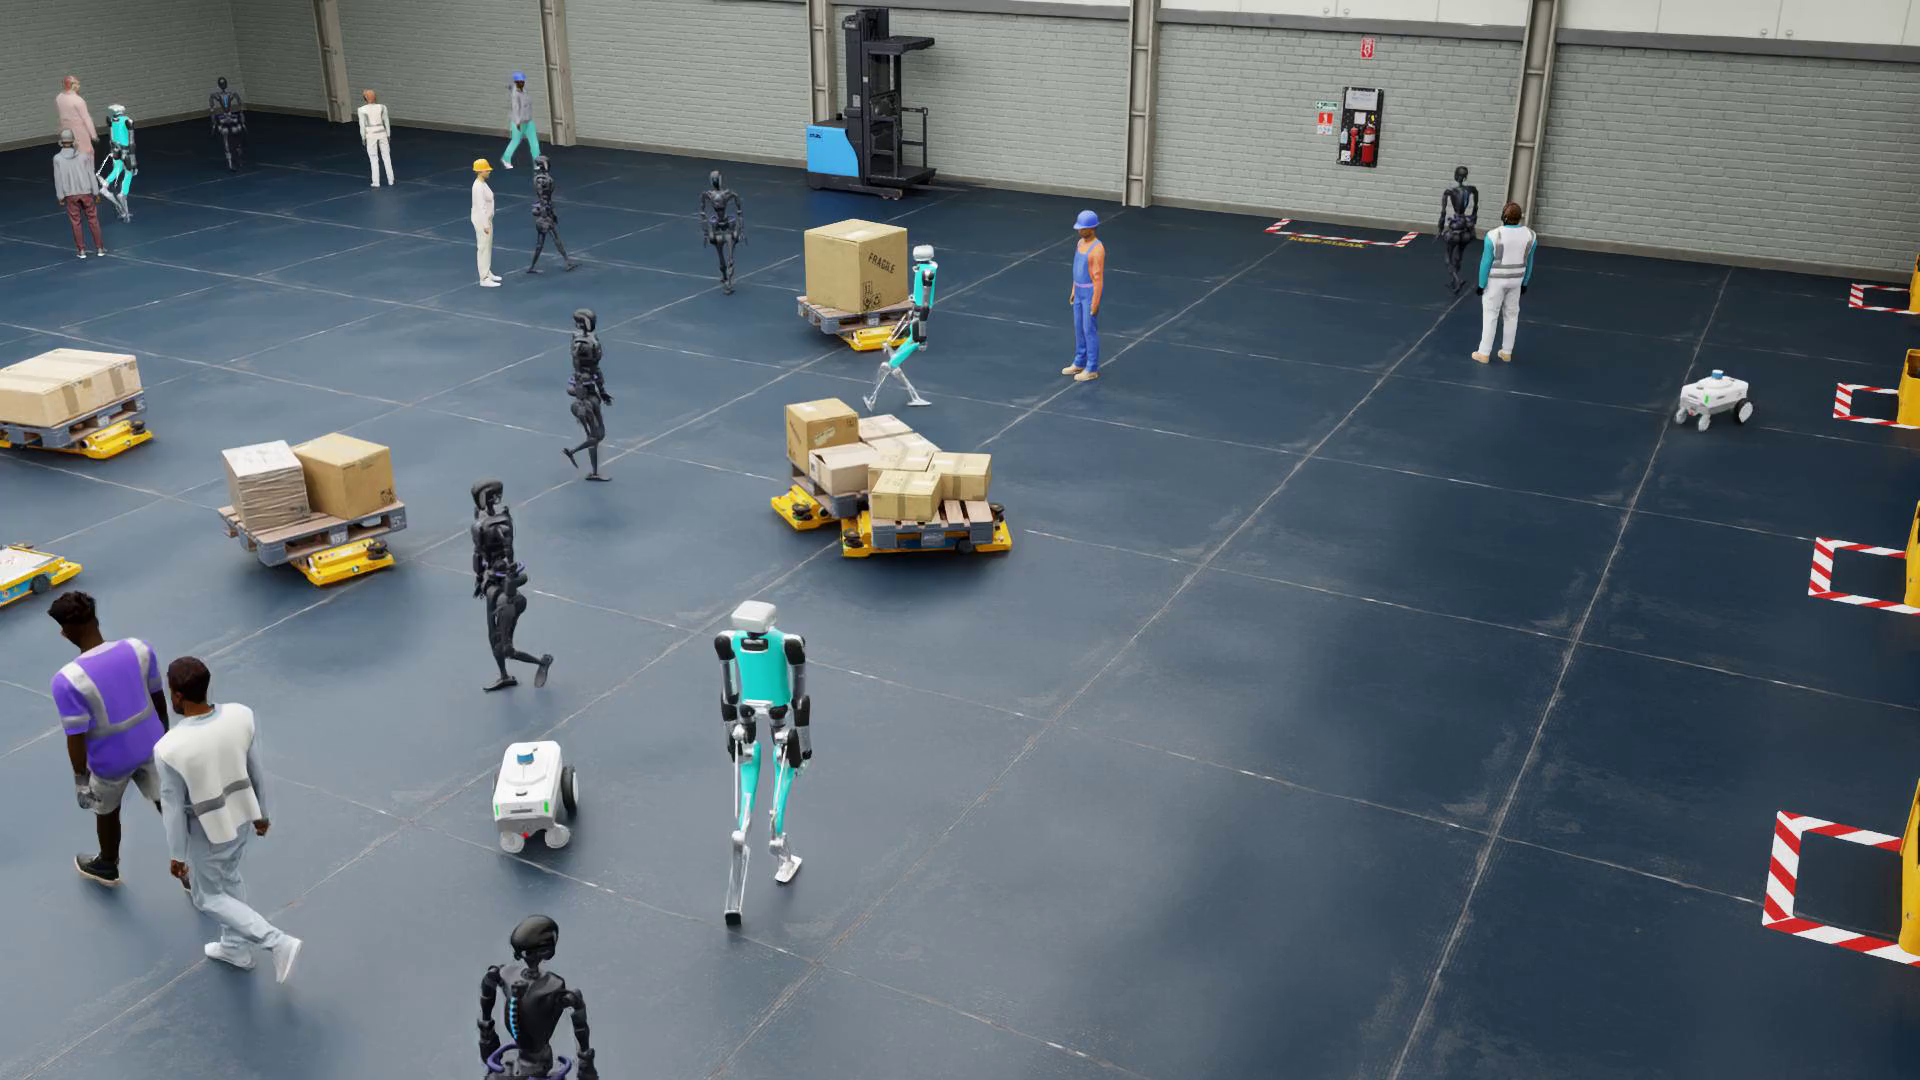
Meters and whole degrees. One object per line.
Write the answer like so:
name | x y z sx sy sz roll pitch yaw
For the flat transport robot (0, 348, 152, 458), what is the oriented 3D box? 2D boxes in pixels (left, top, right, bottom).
flat transport robot | -8.925 -1.062 16.635 1.431 0.231 0.659 7 24 15

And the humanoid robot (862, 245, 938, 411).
humanoid robot | -0.686 -2.180 17.434 0.905 1.809 0.559 -2 23 -6

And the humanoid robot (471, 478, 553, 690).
humanoid robot | -3.188 0.304 11.666 0.447 1.640 0.587 -20 30 -38

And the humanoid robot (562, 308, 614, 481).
humanoid robot | -3.553 -1.362 15.549 0.510 1.639 0.600 3 23 8

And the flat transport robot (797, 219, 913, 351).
flat transport robot | -1.230 -2.595 20.204 0.659 0.231 1.431 -11 25 -23

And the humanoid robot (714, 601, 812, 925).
humanoid robot | -1.165 1.321 9.301 0.564 1.829 0.874 5 24 10

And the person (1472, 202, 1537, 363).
person | 6.202 -2.937 19.010 0.632 1.842 0.429 -4 24 -9

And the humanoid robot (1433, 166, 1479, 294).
humanoid robot | 6.611 -4.079 21.889 0.601 1.633 0.642 -6 24 -15

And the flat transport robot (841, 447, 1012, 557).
flat transport robot | -0.301 -0.089 14.369 1.431 0.231 0.659 -2 23 -5

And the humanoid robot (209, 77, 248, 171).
humanoid robot | -13.108 -7.447 29.809 0.588 1.649 0.758 -10 25 -22

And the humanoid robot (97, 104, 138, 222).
humanoid robot | -13.139 -5.761 25.862 0.546 1.904 0.725 11 26 24

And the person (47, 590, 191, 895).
person | -4.753 1.163 9.376 0.994 1.900 0.722 13 26 27

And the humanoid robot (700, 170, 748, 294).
humanoid robot | -3.097 -4.086 21.951 0.606 1.615 0.720 0 23 0

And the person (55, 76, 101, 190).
person | -14.815 -6.896 28.170 0.667 1.883 0.670 14 27 29

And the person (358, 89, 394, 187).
person | -9.960 -6.857 28.381 0.511 1.644 0.305 -16 28 -32

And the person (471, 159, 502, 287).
person | -6.352 -4.248 22.256 0.341 1.688 0.461 -4 24 -9

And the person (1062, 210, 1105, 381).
person | 1.396 -2.704 18.399 0.390 1.900 0.523 -10 25 -22

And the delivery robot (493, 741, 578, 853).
delivery robot | -2.627 1.539 10.208 0.525 0.587 0.743 -3 23 -6

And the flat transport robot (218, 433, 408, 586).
flat transport robot | -5.457 0.013 14.132 0.659 0.231 1.431 -20 30 -39

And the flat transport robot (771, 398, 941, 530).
flat transport robot | -0.909 -0.378 15.042 1.431 0.231 0.659 -11 26 -24

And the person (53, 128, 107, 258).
person | -12.578 -4.946 23.718 0.558 1.811 0.370 -13 26 -27

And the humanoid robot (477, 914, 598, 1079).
humanoid robot | -1.781 2.298 7.061 0.608 1.630 0.689 9 25 20

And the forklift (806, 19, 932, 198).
forklift | -1.573 -7.292 27.850 1.873 2.768 1.129 12 26 25

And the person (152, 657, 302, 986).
person | -3.823 1.484 8.651 0.688 1.888 0.596 8 25 18

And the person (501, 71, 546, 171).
person | -7.868 -7.485 29.722 0.854 1.744 0.538 9 25 20

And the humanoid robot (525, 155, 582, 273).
humanoid robot | -5.654 -4.459 22.809 0.779 1.624 0.603 0 23 -1

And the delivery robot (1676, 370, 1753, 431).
delivery robot | 7.809 -1.456 17.215 0.812 0.614 0.499 -14 27 -29

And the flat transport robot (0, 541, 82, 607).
flat transport robot | -7.824 0.400 13.231 0.659 0.231 1.431 9 25 20
